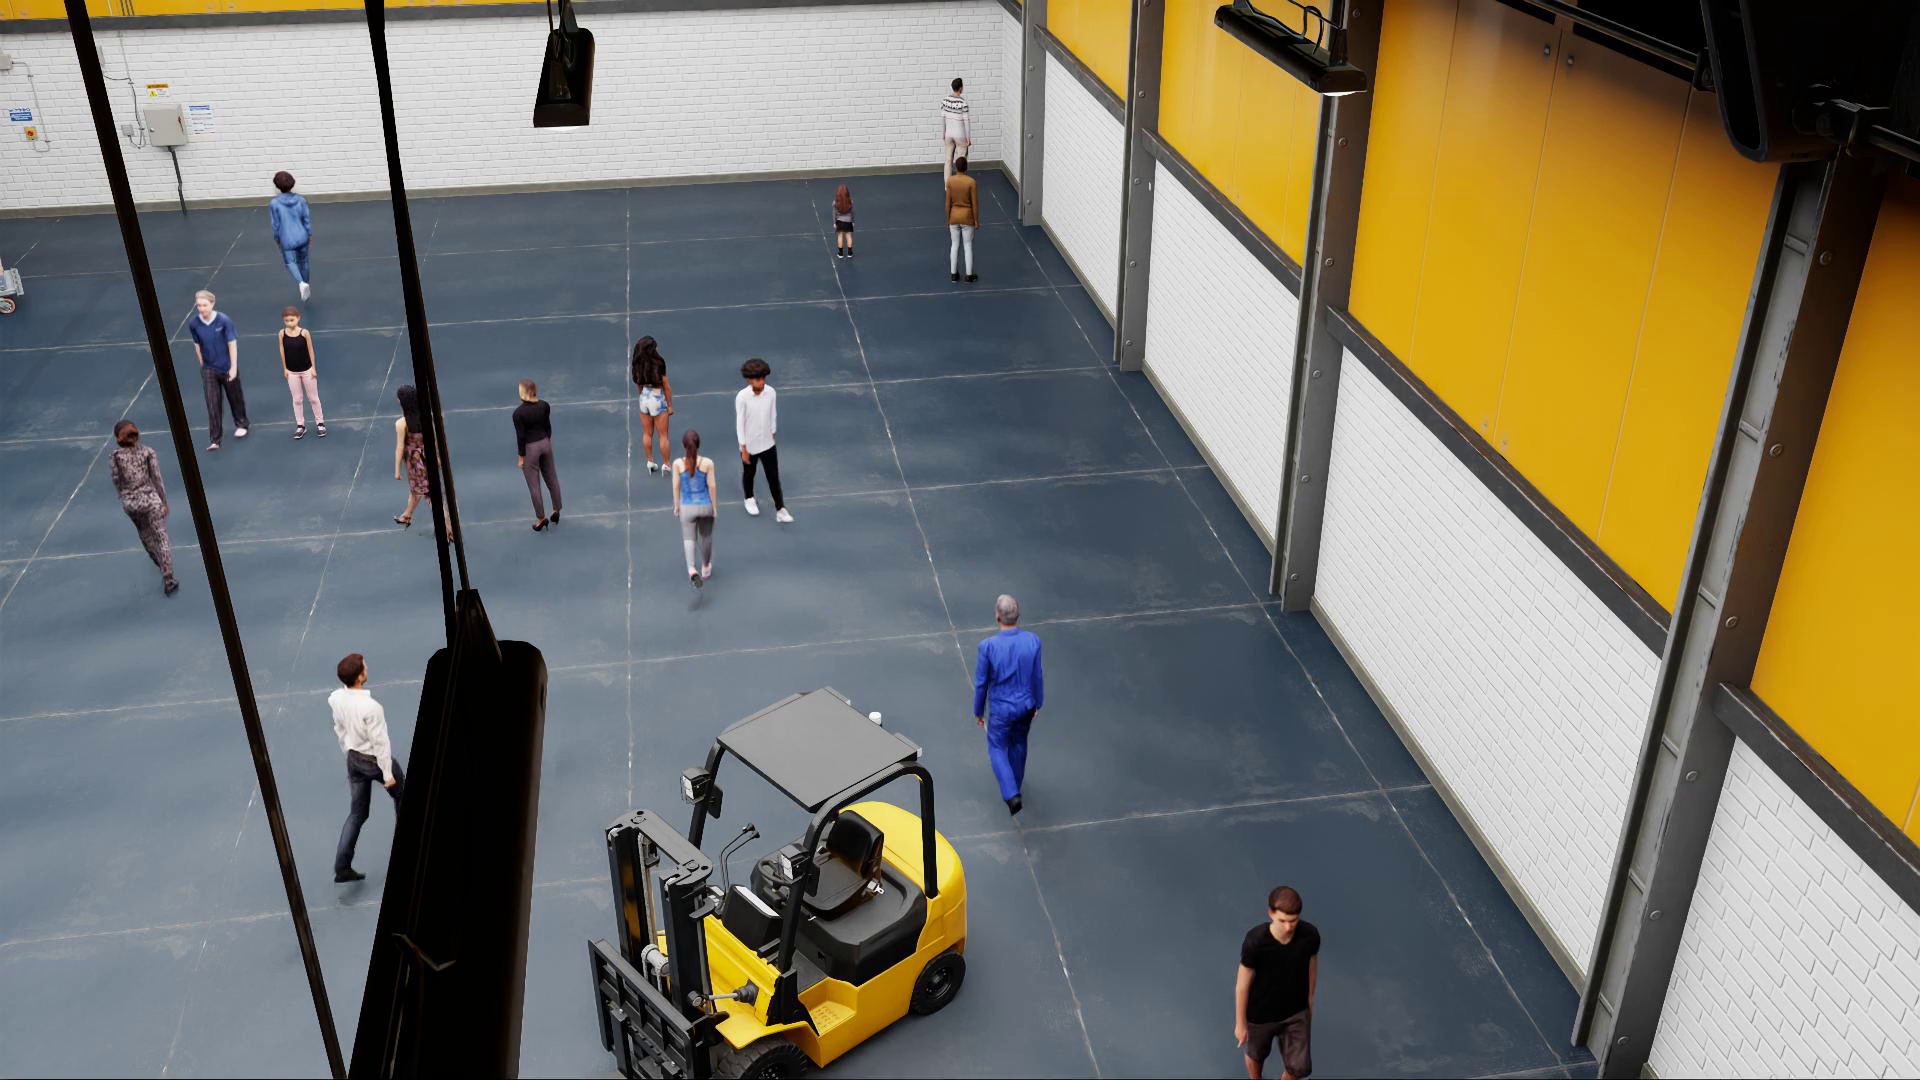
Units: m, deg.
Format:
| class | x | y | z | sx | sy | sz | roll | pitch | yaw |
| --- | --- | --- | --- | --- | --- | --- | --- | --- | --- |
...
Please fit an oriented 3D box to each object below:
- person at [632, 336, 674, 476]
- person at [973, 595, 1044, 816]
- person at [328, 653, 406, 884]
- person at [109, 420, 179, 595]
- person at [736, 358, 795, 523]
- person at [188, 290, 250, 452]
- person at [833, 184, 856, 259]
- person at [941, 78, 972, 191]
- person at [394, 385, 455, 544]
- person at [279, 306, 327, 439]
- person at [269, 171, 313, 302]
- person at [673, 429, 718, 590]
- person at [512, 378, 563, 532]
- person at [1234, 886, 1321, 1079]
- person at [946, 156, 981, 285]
| class | x | y | z | sx | sy | sz | roll | pitch | yaw |
| --- | --- | --- | --- | --- | --- | --- | --- | --- | --- |
| person | -3.344 | -1.459 | 18.152 | 0.660 | 1.627 | 0.700 | 12 | 31 | 21 |
| person | 0.431 | 1.349 | 12.837 | 0.772 | 1.787 | 0.972 | -7 | 29 | -12 |
| person | -4.379 | 1.693 | 12.155 | 1.103 | 1.837 | 1.277 | 12 | 31 | 21 |
| person | -7.848 | -0.275 | 15.957 | 0.736 | 1.649 | 1.161 | -9 | 30 | -16 |
| person | -2.157 | -1.055 | 17.261 | 0.881 | 1.772 | 1.123 | -15 | 32 | -25 |
| person | -8.372 | -1.983 | 18.899 | 0.665 | 1.830 | 1.102 | -4 | 29 | -7 |
| person | -1.727 | -4.754 | 24.737 | 0.465 | 1.106 | 0.437 | -5 | 29 | -9 |
| person | -0.065 | -6.702 | 27.519 | 0.761 | 1.860 | 0.801 | 16 | 32 | 27 |
| person | -5.327 | -0.697 | 16.636 | 1.067 | 1.741 | 1.091 | 13 | 31 | 23 |
| person | -7.579 | -1.942 | 19.101 | 0.520 | 1.566 | 0.509 | -6 | 29 | -10 |
| person | -9.181 | -4.155 | 22.921 | 0.911 | 1.793 | 1.069 | -18 | 33 | -29 |
| person | -2.535 | -0.263 | 15.999 | 0.579 | 1.587 | 0.926 | -3 | 29 | -6 |
| person | -4.329 | -0.874 | 17.033 | 0.720 | 1.672 | 0.674 | 21 | 35 | 34 |
| person | 1.903 | 2.784 | 10.148 | 0.692 | 1.842 | 0.816 | -4 | 29 | -7 |
| person | 0.029 | -4.554 | 23.627 | 0.709 | 1.816 | 0.700 | 8 | 30 | 14 |
